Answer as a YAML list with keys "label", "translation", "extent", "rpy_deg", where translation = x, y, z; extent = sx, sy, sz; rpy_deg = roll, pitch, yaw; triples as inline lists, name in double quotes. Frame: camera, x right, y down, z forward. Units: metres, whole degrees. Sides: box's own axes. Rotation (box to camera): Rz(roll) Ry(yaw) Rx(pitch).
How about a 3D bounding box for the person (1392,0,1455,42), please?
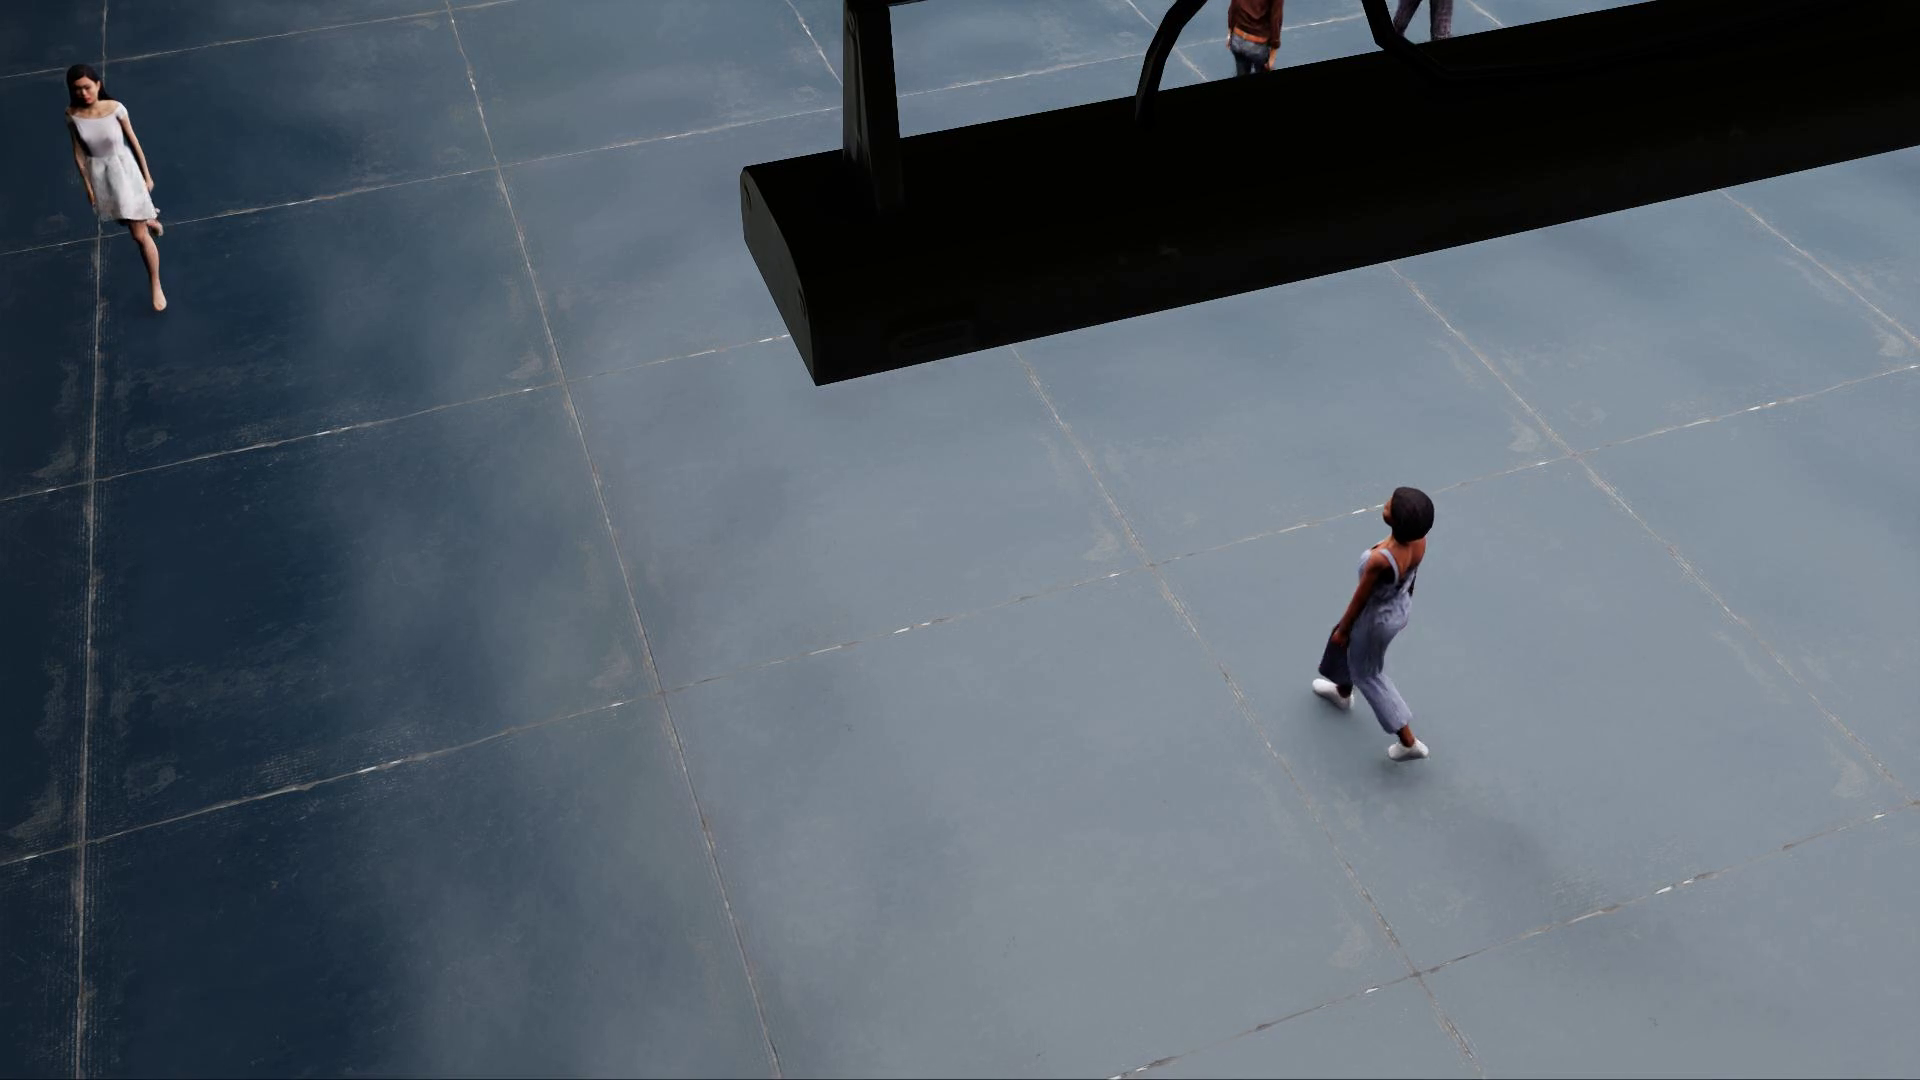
- label: "person"
  translation: [4.003, -4.691, 13.851]
  extent: [0.769, 1.808, 1.233]
  rpy_deg: [-9, 44, -9]

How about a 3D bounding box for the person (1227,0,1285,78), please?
- label: "person"
  translation: [2.230, -3.815, 12.941]
  extent: [0.864, 1.769, 0.908]
  rpy_deg: [29, 50, 27]

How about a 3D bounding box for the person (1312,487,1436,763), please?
- label: "person"
  translation: [2.187, 0.456, 8.436]
  extent: [0.849, 1.675, 1.100]
  rpy_deg: [-34, 53, -31]

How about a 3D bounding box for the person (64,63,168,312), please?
- label: "person"
  translation: [-5.831, -2.496, 11.548]
  extent: [0.730, 1.743, 1.138]
  rpy_deg: [-8, 44, -9]
